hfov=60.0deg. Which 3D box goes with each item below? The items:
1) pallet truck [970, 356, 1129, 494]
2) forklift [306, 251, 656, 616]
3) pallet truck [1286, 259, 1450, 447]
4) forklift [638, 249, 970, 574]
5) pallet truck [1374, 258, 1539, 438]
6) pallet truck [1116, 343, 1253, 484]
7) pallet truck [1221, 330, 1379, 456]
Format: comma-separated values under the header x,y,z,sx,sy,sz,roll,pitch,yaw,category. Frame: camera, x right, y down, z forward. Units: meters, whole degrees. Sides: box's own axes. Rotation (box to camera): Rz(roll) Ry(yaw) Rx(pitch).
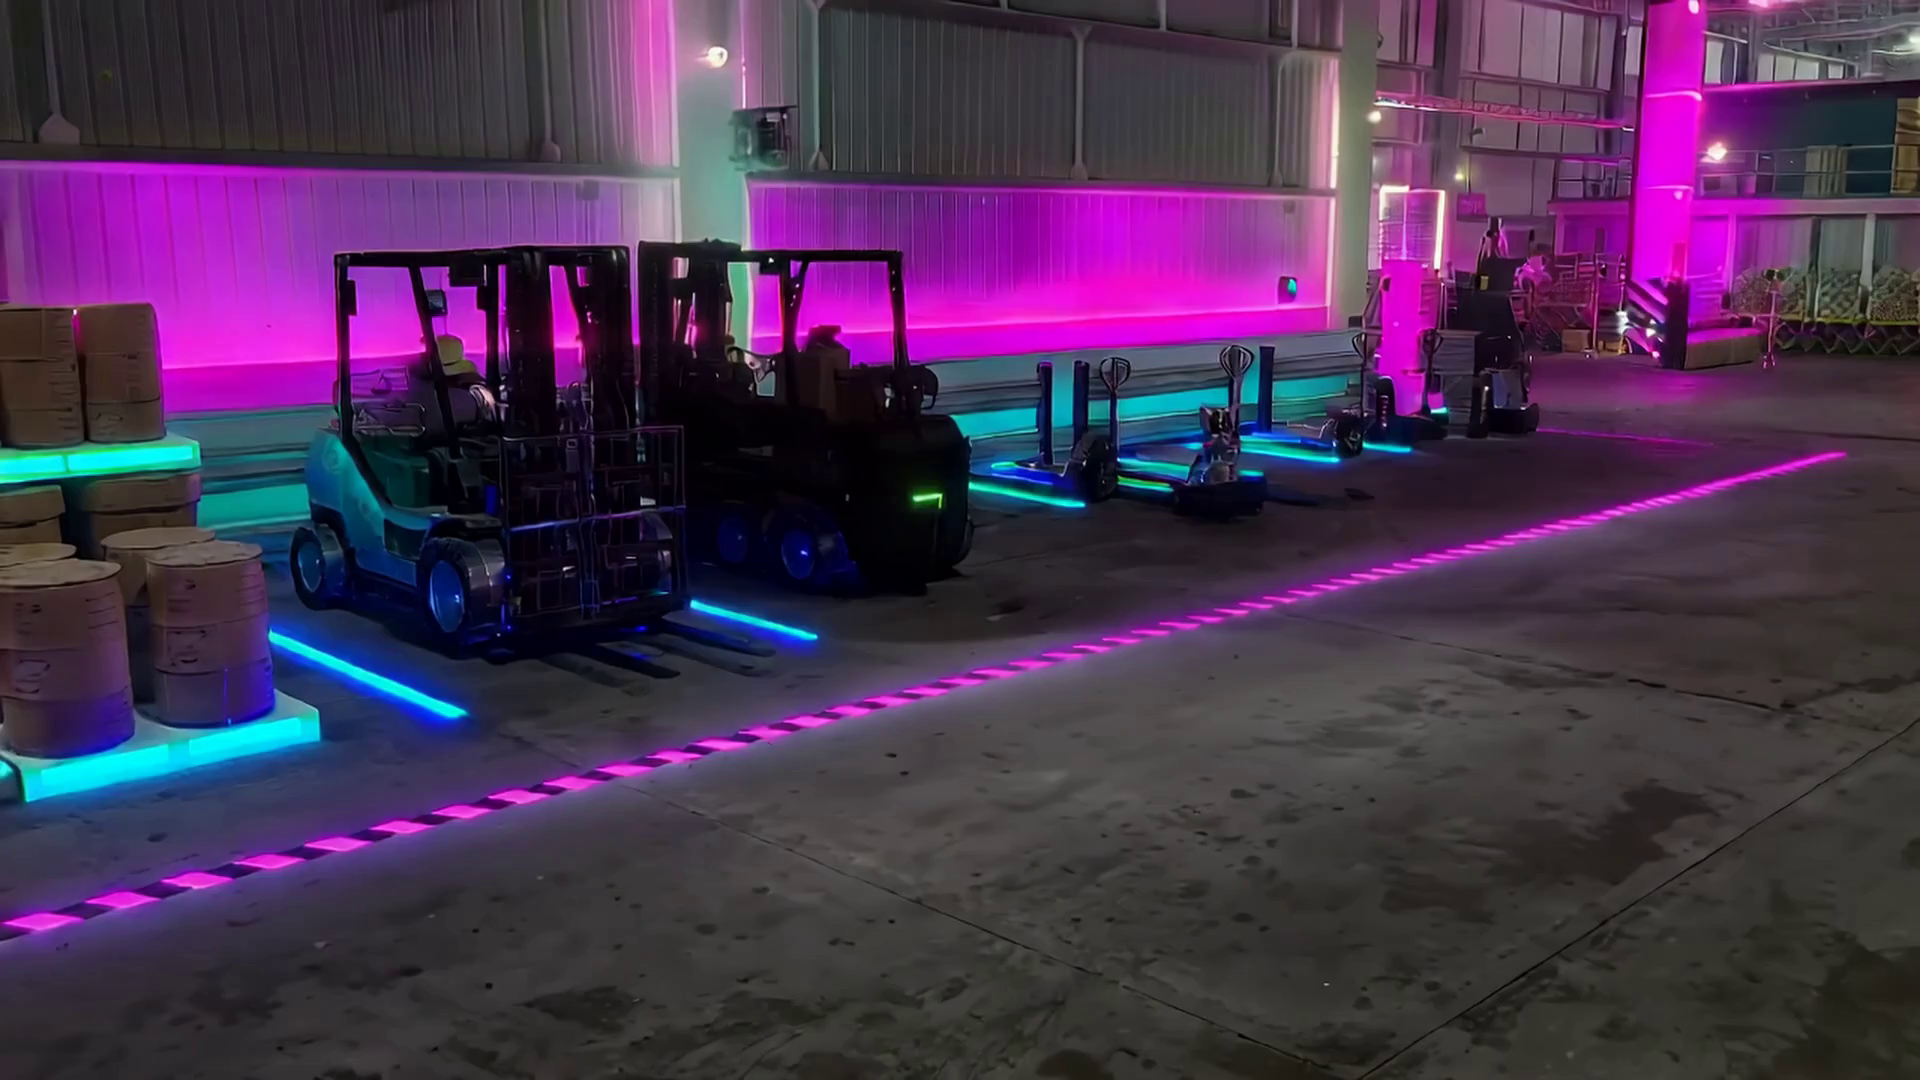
x,y,z,sx,sy,sz,roll,pitch,yaw,category
0.784,-1.085,14.876,0.680,1.201,1.601,-10,14,-44,pallet truck
-2.833,-0.669,9.694,1.157,1.987,2.680,-10,14,-44,forklift
4.493,-2.078,18.196,0.823,1.965,1.885,-9,14,-40,pallet truck
-1.173,-0.958,11.239,2.680,1.987,1.157,10,14,43,forklift
5.704,-2.208,18.901,1.885,1.965,0.823,10,14,43,pallet truck
1.962,-1.215,15.415,1.522,1.261,0.704,10,14,43,pallet truck
3.563,-1.581,17.381,0.653,1.274,1.630,-10,14,-44,pallet truck
